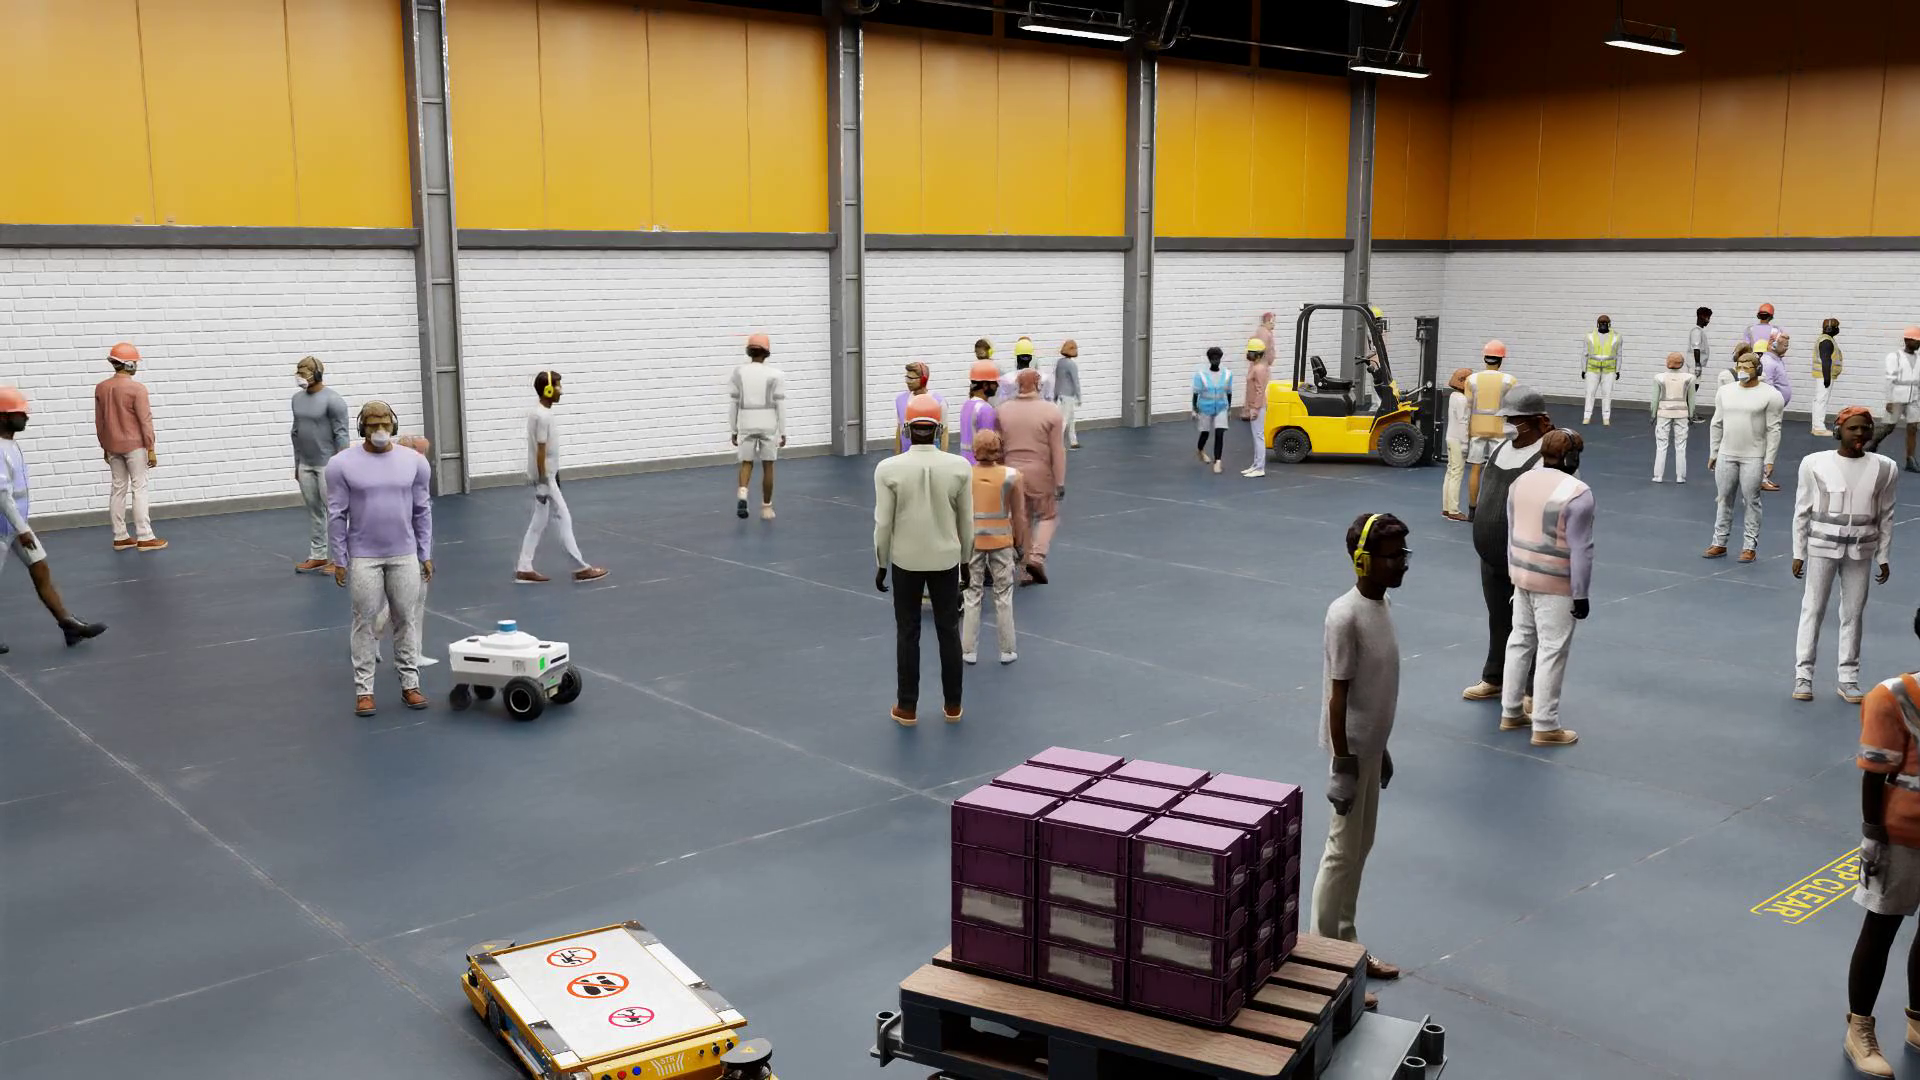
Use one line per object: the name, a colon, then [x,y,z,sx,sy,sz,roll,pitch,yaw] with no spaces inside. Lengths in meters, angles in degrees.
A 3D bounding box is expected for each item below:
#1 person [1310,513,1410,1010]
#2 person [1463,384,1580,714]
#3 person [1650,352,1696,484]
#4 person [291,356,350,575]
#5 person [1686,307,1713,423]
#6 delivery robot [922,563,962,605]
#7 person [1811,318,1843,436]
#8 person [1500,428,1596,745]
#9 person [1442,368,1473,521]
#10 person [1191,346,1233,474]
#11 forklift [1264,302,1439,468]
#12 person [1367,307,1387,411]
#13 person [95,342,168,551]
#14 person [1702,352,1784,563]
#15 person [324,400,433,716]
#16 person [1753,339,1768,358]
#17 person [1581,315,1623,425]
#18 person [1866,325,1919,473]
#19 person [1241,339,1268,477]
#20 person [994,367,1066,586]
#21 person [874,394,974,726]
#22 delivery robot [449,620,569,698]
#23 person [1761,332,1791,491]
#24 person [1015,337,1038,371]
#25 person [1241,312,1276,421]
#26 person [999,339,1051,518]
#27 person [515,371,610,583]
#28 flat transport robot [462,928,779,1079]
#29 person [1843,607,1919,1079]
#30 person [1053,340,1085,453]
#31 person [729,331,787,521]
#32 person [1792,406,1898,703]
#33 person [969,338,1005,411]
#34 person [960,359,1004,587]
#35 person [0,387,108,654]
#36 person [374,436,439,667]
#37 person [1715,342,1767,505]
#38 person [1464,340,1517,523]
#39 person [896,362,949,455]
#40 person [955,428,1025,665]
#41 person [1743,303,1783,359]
person: [1.528,0.817,6.320,0.309,1.863,0.535,6,11,30]
person: [3.428,0.051,10.284,0.536,2.000,0.688,-4,11,-24]
person: [8.821,-1.510,20.599,0.514,1.640,0.310,3,10,19]
person: [-5.662,-0.656,14.724,0.630,1.938,0.369,5,11,28]
person: [12.535,-2.979,28.264,0.377,1.959,0.604,4,10,20]
delivery robot: [-0.115,0.250,13.193,0.477,0.478,0.707,5,11,28]
person: [13.635,-2.562,26.172,0.429,1.844,0.624,4,10,22]
person: [3.431,0.263,9.695,0.431,1.833,0.643,-3,10,-18]
person: [5.335,-1.022,17.758,0.279,1.633,0.505,1,10,3]
person: [3.282,-1.721,21.762,0.557,1.661,0.673,0,10,-1]
forklift: [5.320,-2.157,22.763,2.313,2.155,1.214,3,10,16]
person: [7.254,-3.092,29.038,0.383,1.921,0.585,0,10,-2]
person: [-7.957,-0.892,15.940,0.623,1.992,0.397,3,10,18]
person: [7.223,-0.764,15.352,0.371,1.941,0.627,-9,13,-41]
person: [-3.560,0.105,10.269,0.632,1.940,0.372,-6,11,-29]
person: [10.077,-1.649,21.039,0.524,1.769,0.316,5,11,25]
person: [10.695,-2.832,27.750,0.634,1.841,0.429,4,10,21]
person: [12.364,-1.861,21.844,0.578,1.916,0.800,-1,10,-6]
person: [3.766,-1.684,21.246,0.320,1.769,0.523,1,10,6]
person: [0.591,-0.520,14.114,0.665,1.882,0.476,5,11,25]
person: [-0.221,0.122,10.007,0.612,1.994,0.395,-2,10,-12]
delivery robot: [-2.797,0.742,10.313,0.707,0.478,0.477,3,10,18]
person: [9.794,-1.551,20.076,0.407,1.902,0.638,5,11,28]
person: [0.962,-2.178,24.525,0.278,1.634,0.498,9,13,41]
person: [5.127,-2.933,28.276,0.717,1.865,0.663,0,10,-2]
person: [0.683,-1.179,17.819,0.590,1.926,0.388,-3,10,-20]
person: [-3.483,-0.534,14.317,0.806,1.831,0.554,-4,10,-20]
flat transport robot: [-1.237,1.689,5.871,0.652,0.197,1.431,-6,11,-32]
person: [3.306,1.008,5.680,0.542,1.697,0.316,-2,10,-10]
person: [1.624,-2.058,23.864,0.700,1.607,0.532,-5,11,-25]
person: [-2.145,-1.185,17.575,0.618,2.031,0.598,1,10,7]
person: [5.569,0.091,10.513,0.577,1.884,0.353,3,10,15]
person: [0.392,-1.603,20.637,0.547,1.830,0.826,6,11,32]
person: [0.192,-0.573,14.240,0.374,1.939,0.545,-4,10,-20]
person: [-6.636,-0.126,11.735,0.973,1.889,0.552,-2,10,-10]
person: [-3.789,0.101,11.238,0.451,1.620,0.522,-9,14,-44]
person: [8.824,-1.312,18.836,0.507,1.847,0.346,4,10,20]
person: [5.585,-1.138,17.553,0.552,1.934,0.373,5,11,25]
person: [-0.350,-0.740,15.500,0.564,1.842,0.392,6,12,33]
person: [0.189,0.051,11.464,0.523,1.636,0.310,0,10,2]
person: [13.231,-2.881,27.448,0.607,2.044,0.379,7,12,35]
